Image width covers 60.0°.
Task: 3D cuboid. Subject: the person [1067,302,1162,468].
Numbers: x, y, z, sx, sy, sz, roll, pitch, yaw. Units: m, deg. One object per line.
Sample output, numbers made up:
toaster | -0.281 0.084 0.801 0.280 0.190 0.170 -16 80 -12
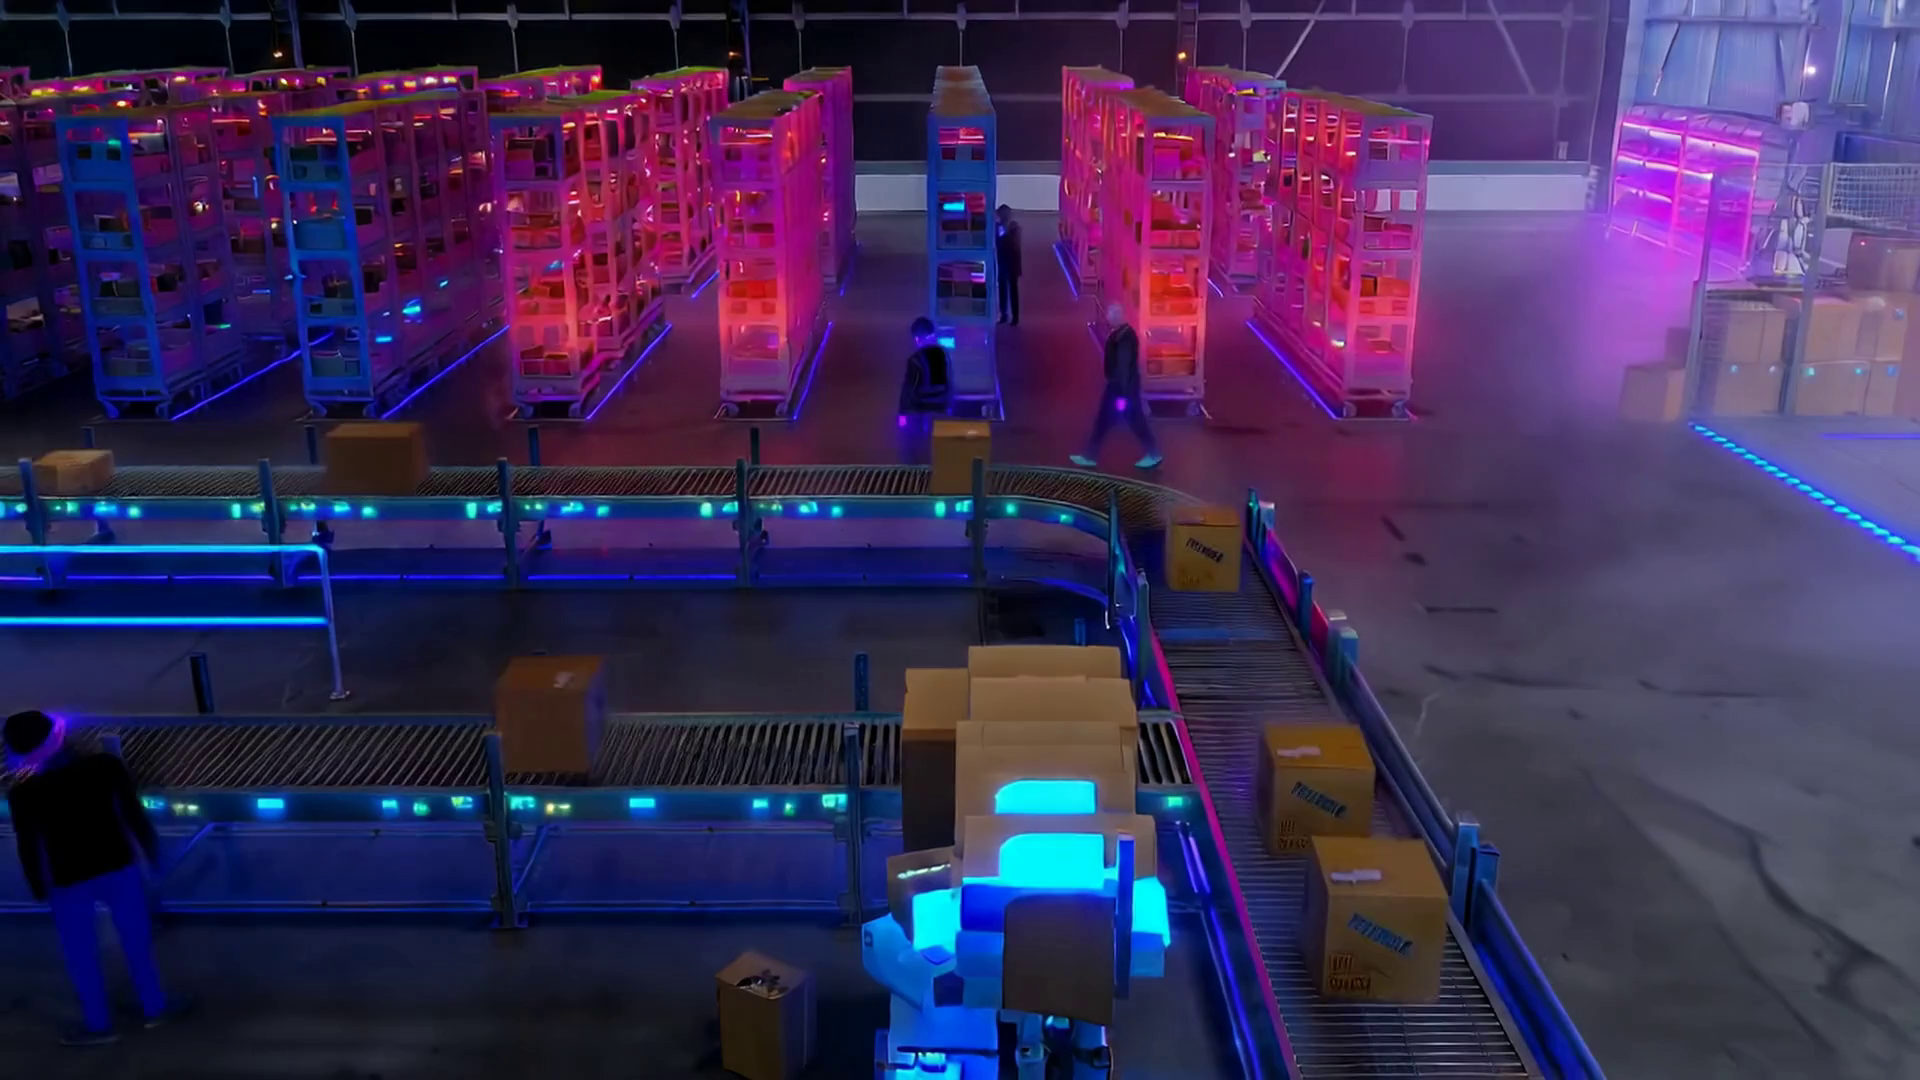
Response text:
person | 1.708 -1.644 17.757 1.032 1.829 0.719 -5 19 -15

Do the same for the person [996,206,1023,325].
person | 0.718 -4.274 25.845 0.573 1.831 0.405 11 21 29

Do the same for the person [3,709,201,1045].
person | -4.110 1.580 7.988 0.675 1.720 0.333 -12 21 -33

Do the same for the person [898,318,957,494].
person | -0.343 -1.381 17.019 0.967 1.782 0.610 13 22 35
